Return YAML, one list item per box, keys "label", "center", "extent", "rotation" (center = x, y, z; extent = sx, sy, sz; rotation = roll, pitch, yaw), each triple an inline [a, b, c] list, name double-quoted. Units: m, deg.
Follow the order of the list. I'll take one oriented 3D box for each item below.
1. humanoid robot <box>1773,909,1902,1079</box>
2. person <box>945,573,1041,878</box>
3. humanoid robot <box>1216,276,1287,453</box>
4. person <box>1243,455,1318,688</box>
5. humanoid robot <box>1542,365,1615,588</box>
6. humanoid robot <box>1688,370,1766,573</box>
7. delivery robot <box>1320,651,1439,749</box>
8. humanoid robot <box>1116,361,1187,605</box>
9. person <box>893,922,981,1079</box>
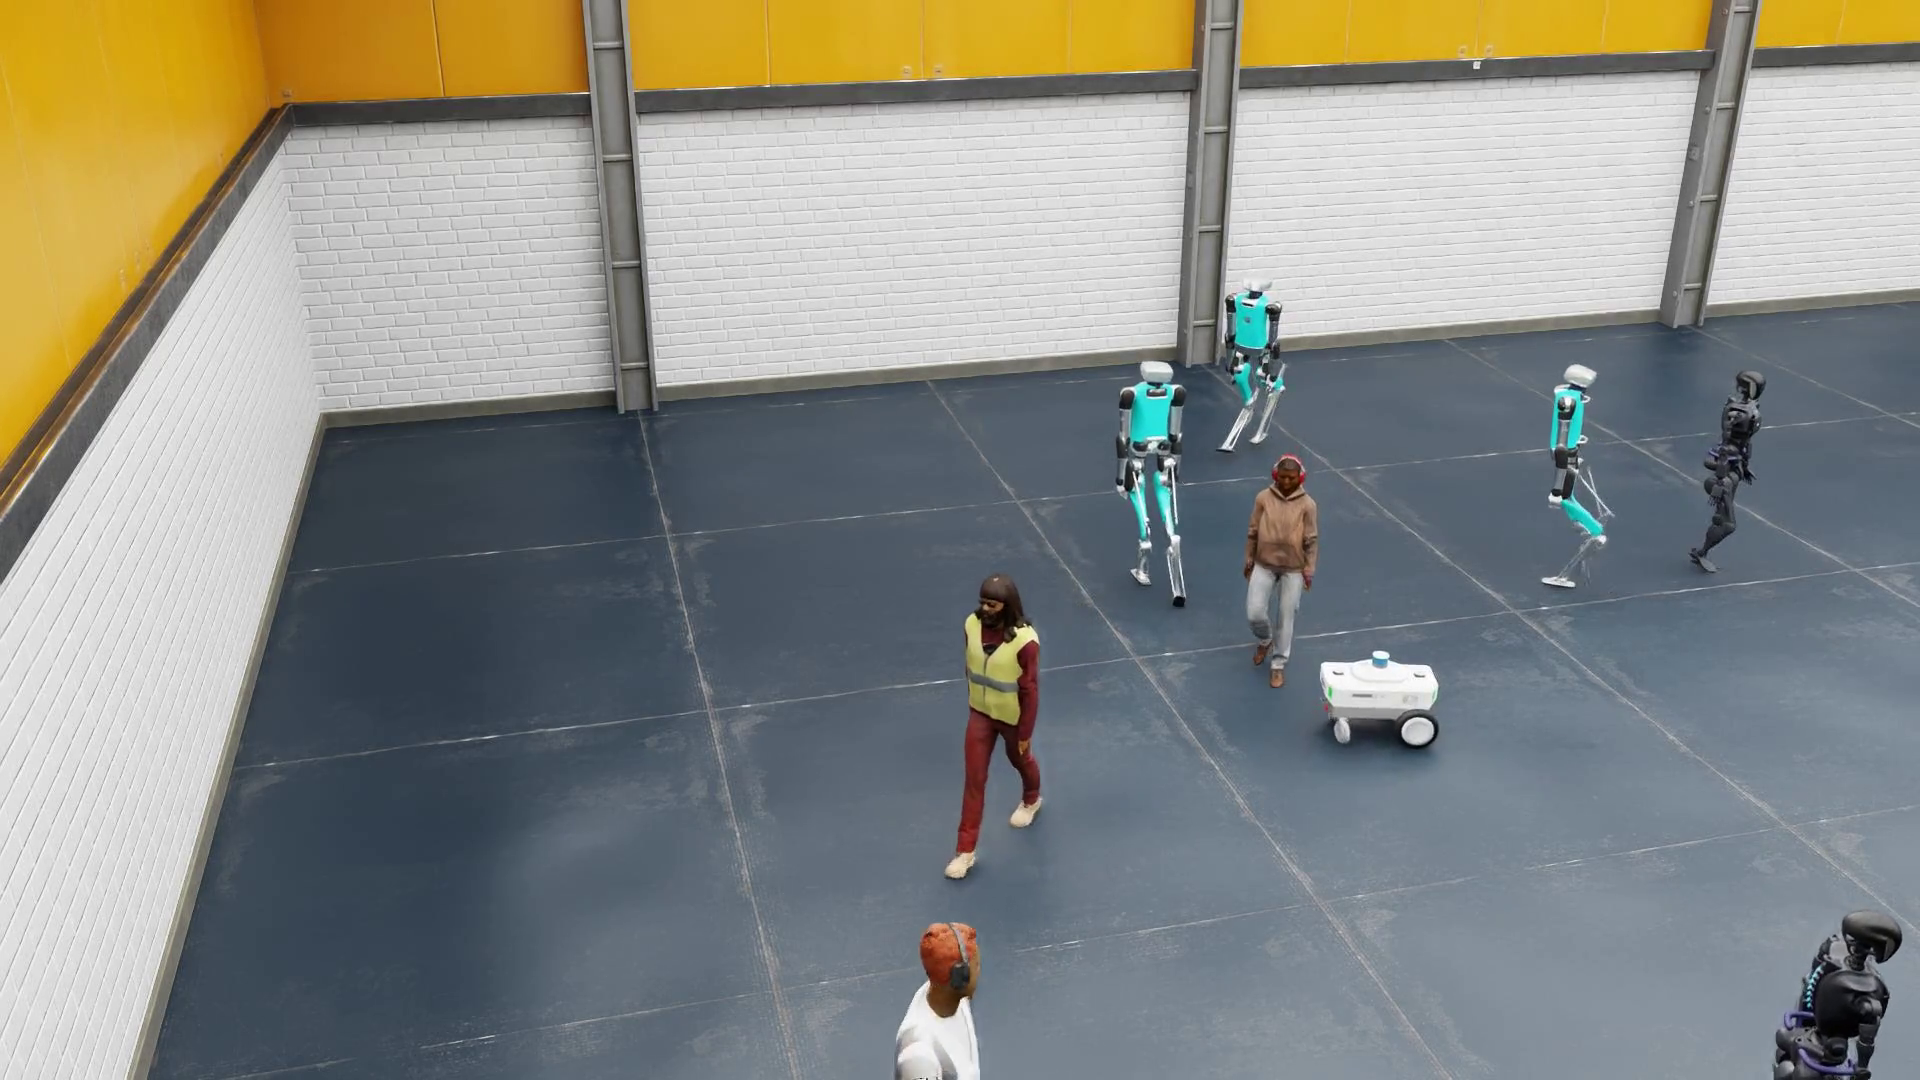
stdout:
- label: "humanoid robot"
  center: [3.509, 2.158, 6.783]
  extent: [0.796, 1.632, 0.614]
  rotation: [2, 24, 5]
- label: "person"
  center: [0.231, 0.978, 9.339]
  extent: [0.482, 1.722, 0.950]
  rotation: [13, 27, 27]
- label: "humanoid robot"
  center: [2.718, -1.589, 15.121]
  extent: [0.535, 1.731, 0.979]
  rotation: [17, 29, 33]
- label: "person"
  center: [2.156, 0.196, 11.196]
  extent: [0.493, 1.637, 0.402]
  rotation: [8, 25, 17]
- label: "humanoid robot"
  center: [4.717, -0.362, 12.502]
  extent: [0.722, 1.914, 0.548]
  rotation: [11, 26, 23]
- label: "humanoid robot"
  center: [5.940, -0.532, 12.826]
  extent: [0.334, 1.647, 0.607]
  rotation: [21, 31, 39]
- label: "delivery robot"
  center: [2.714, 1.008, 10.718]
  extent: [0.768, 0.597, 0.515]
  rotation: [1, 24, 3]
- label: "humanoid robot"
  center: [1.511, -0.350, 12.438]
  extent: [0.554, 1.855, 0.846]
  rotation: [-7, 25, -15]
- label: "person"
  center: [-0.079, 2.273, 6.234]
  extent: [0.383, 1.861, 0.623]
  rotation: [8, 25, 18]
